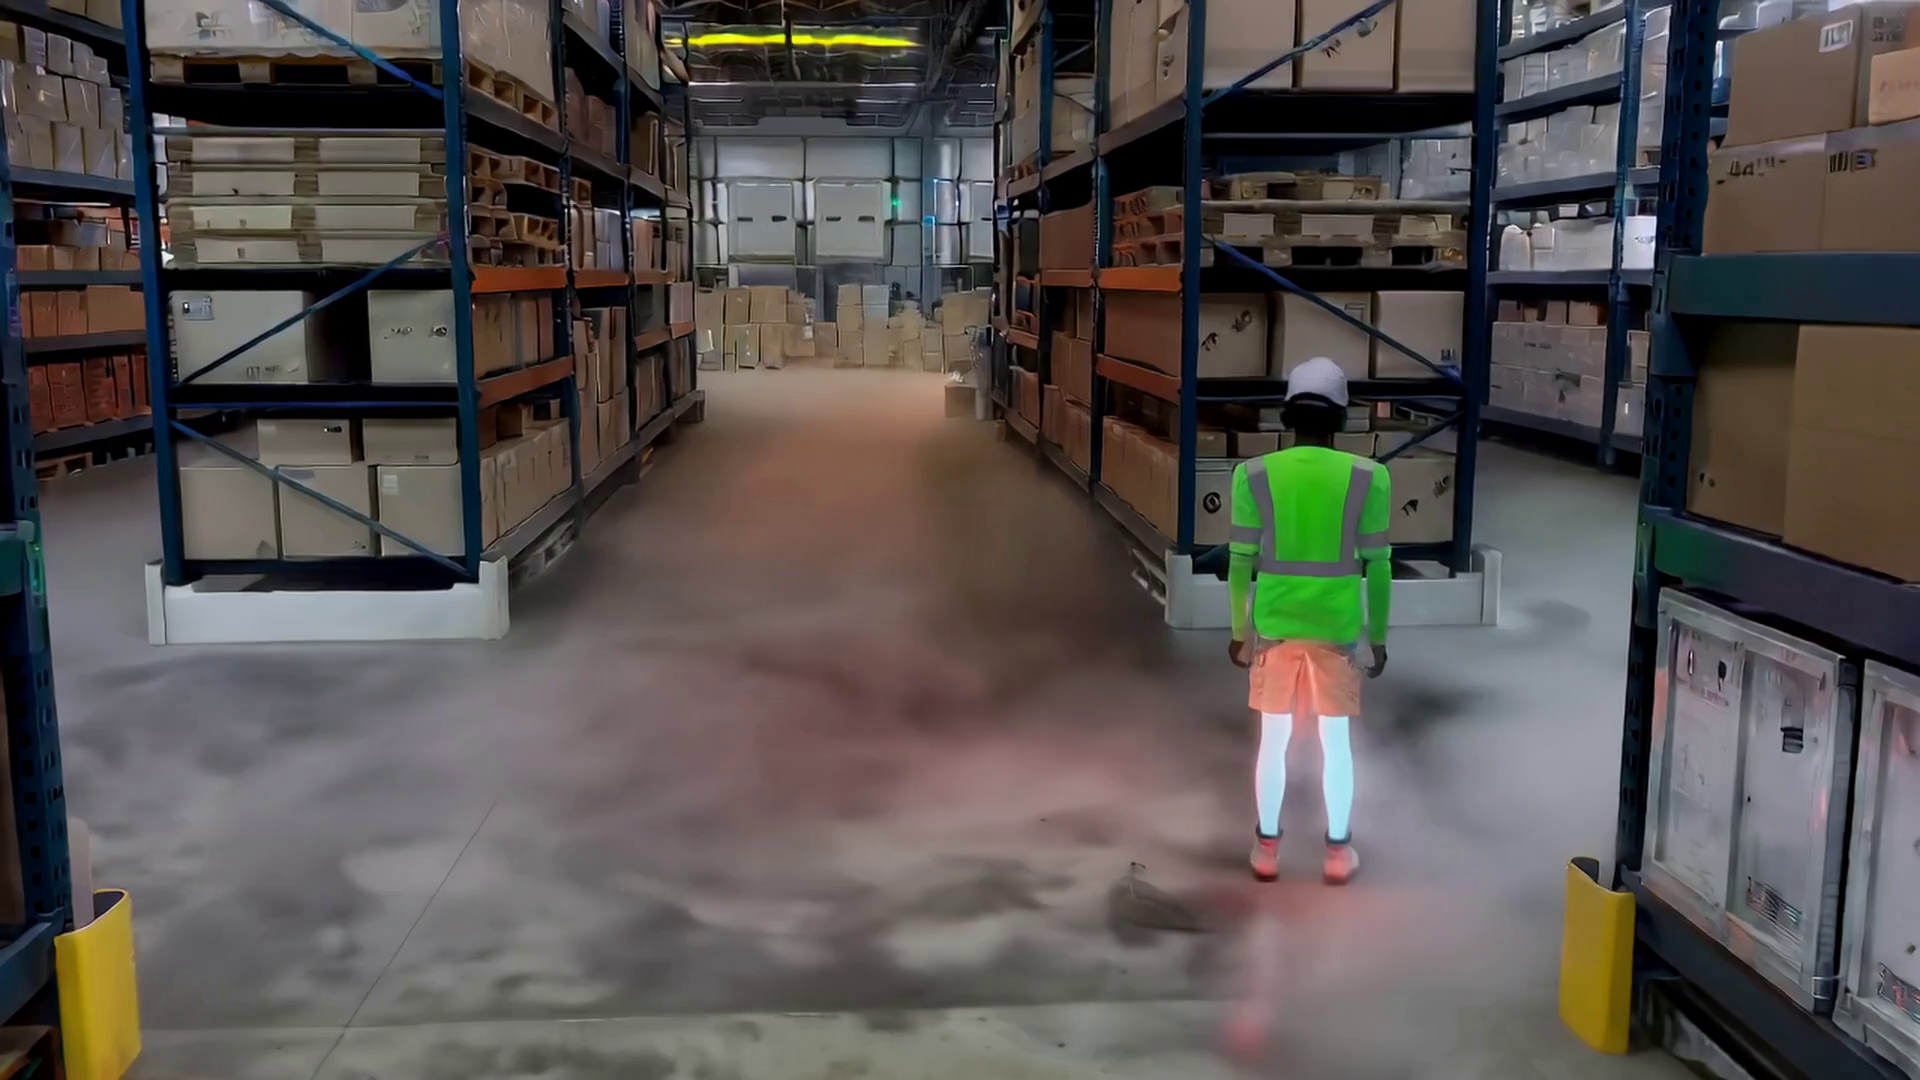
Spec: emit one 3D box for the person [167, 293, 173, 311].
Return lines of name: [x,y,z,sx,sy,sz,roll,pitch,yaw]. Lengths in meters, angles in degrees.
person: [-27.655,-7.821,58.127,1.014,1.865,0.594,-8,12,-42]

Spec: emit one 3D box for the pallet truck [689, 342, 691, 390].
pallet truck: [-5.225,-3.008,27.480,1.885,1.965,0.823,2,9,14]

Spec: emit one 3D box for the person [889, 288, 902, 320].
person: [-2.310,-7.828,57.981,0.636,1.929,0.385,3,10,20]

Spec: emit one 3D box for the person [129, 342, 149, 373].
person: [-13.651,-3.084,27.976,0.622,1.990,0.389,-1,9,-8]

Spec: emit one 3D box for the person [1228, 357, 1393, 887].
person: [1.346,0.321,6.436,0.614,2.042,0.373,2,9,13]

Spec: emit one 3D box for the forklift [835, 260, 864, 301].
forklift: [-3.484,-7.453,52.630,1.129,2.768,1.873,-1,9,-4]
